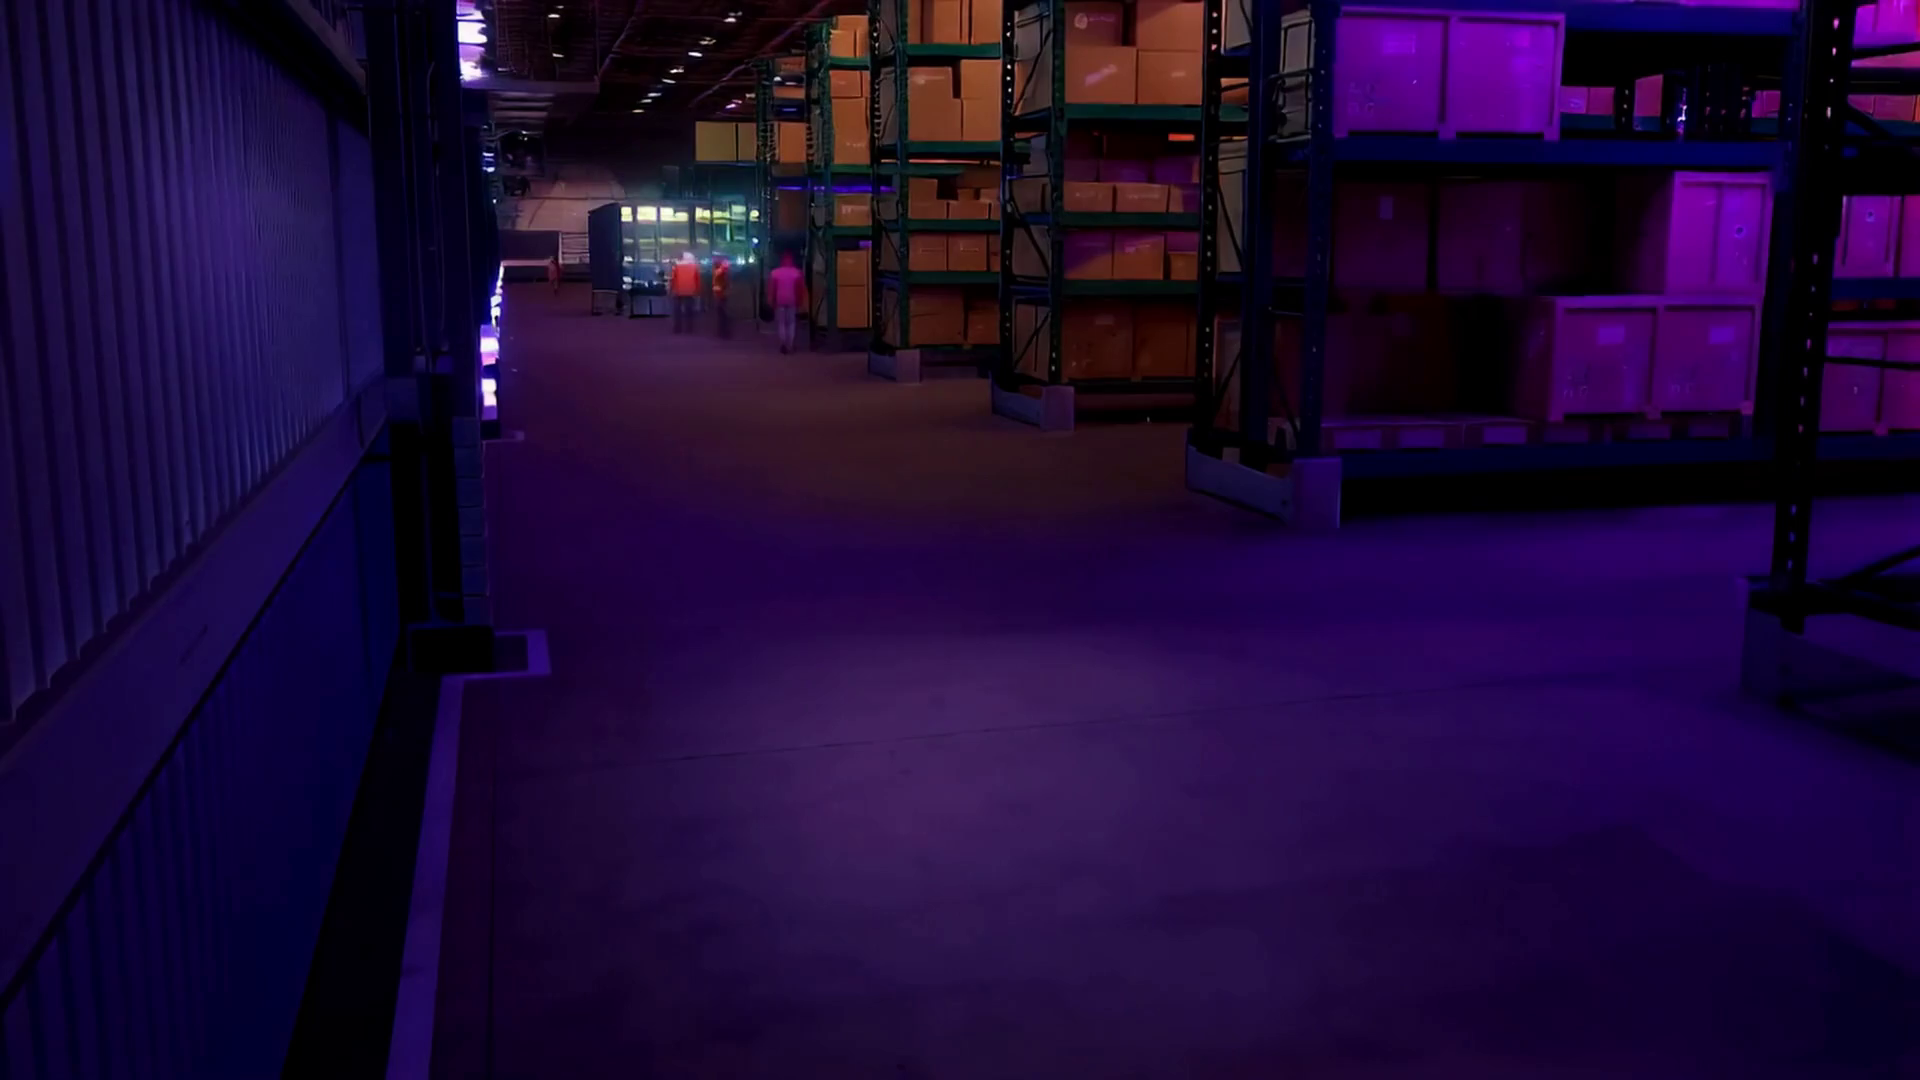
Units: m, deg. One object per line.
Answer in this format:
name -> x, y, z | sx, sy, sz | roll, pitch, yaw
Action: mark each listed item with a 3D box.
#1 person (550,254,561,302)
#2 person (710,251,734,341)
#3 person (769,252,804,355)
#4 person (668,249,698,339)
person -> -14.784, -9.565, 60.724 | 0.325, 1.752, 0.563 | 5, 11, 26
person -> -5.156, -5.248, 35.788 | 0.426, 1.934, 0.632 | -7, 12, -34
person -> -3.232, -4.412, 31.066 | 0.651, 1.922, 0.453 | -1, 10, -8
person -> -6.050, -5.332, 36.182 | 0.643, 1.951, 0.805 | 3, 10, 17
